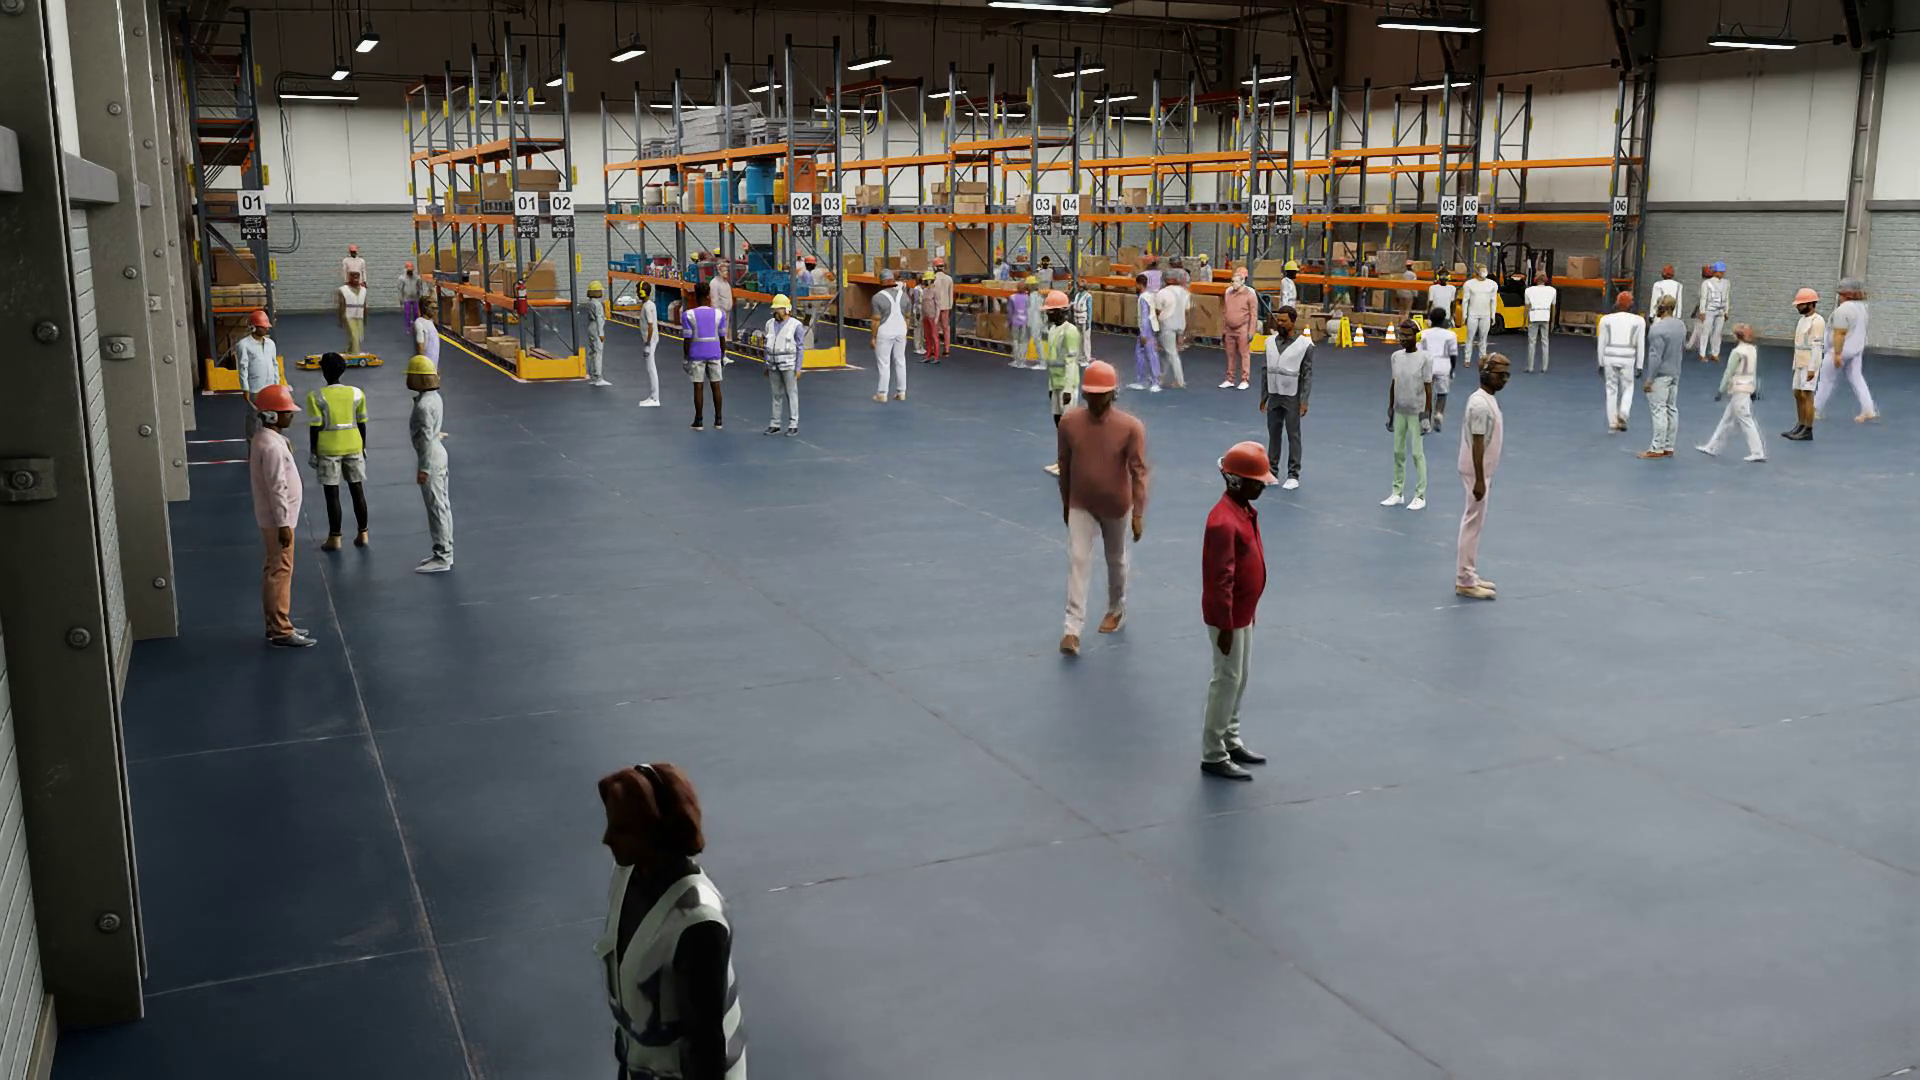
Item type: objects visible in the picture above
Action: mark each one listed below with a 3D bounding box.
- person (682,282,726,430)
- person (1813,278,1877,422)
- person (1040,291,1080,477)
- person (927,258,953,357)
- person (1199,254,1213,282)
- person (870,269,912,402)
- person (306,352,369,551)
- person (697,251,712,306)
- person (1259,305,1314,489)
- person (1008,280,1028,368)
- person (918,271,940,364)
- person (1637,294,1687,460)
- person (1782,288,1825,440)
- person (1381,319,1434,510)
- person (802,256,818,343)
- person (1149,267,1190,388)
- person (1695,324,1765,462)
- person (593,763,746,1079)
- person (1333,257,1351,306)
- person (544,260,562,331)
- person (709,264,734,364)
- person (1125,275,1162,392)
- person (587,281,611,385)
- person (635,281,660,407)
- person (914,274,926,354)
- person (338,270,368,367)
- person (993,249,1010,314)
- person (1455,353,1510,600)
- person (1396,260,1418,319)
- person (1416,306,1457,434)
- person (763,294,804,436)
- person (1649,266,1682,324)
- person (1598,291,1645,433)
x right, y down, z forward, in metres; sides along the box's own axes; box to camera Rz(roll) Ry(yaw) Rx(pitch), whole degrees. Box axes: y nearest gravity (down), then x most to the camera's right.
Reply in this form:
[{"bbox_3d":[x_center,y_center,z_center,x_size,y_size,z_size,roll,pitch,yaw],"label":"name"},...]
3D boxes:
[{"bbox_3d":[-3.405,-2.449,22.166,0.603,1.966,0.368,-5,12,-24],"label":"person"},{"bbox_3d":[12.285,-2.653,23.014,0.692,2.000,1.010,-7,13,-31],"label":"person"},{"bbox_3d":[1.084,-1.705,18.244,0.435,2.033,0.602,-4,12,-19],"label":"person"},{"bbox_3d":[-0.420,-4.659,33.354,0.614,1.986,0.402,-7,13,-33],"label":"person"},{"bbox_3d":[6.317,-6.499,43.121,0.404,1.820,0.591,-4,12,-18],"label":"person"},{"bbox_3d":[-1.115,-3.148,25.529,0.674,2.000,0.535,-7,13,-33],"label":"person"},{"bbox_3d":[-5.330,-0.758,14.260,0.316,1.695,0.542,10,15,42],"label":"person"},{"bbox_3d":[-6.801,-6.761,44.327,0.604,1.867,0.464,-8,14,-35],"label":"person"},{"bbox_3d":[3.418,-1.499,17.460,0.587,1.920,0.391,10,15,42],"label":"person"},{"bbox_3d":[1.194,-4.050,31.195,0.526,1.624,0.592,3,12,16],"label":"person"},{"bbox_3d":[-0.579,-4.264,31.903,0.314,1.768,0.527,-9,14,-37],"label":"person"},{"bbox_3d":[8.208,-1.897,19.431,0.628,1.939,0.375,-8,14,-37],"label":"person"},{"bbox_3d":[10.746,-2.234,21.185,0.391,1.924,0.553,1,11,4],"label":"person"},{"bbox_3d":[4.380,-1.224,16.232,0.329,1.861,0.505,-8,14,-37],"label":"person"},{"bbox_3d":[-3.339,-5.355,37.030,0.384,1.933,0.547,-1,11,-6],"label":"person"},{"bbox_3d":[3.487,-3.553,27.589,0.683,2.000,1.016,-9,14,-39],"label":"person"},{"bbox_3d":[9.100,-1.728,19.464,0.518,1.588,0.871,-11,15,-44],"label":"person"},{"bbox_3d":[-0.671,1.306,3.962,0.322,1.627,0.530,-7,13,-31],"label":"person"},{"bbox_3d":[9.979,-6.499,43.327,0.580,1.730,0.531,-6,13,-28],"label":"person"},{"bbox_3d":[-9.992,-5.962,40.633,0.472,1.726,0.395,-9,14,-37],"label":"person"},{"bbox_3d":[-4.552,-4.332,31.886,0.402,1.911,0.639,3,12,15],"label":"person"},{"bbox_3d":[3.004,-3.366,27.064,0.646,1.873,0.674,2,11,10],"label":"person"},{"bbox_3d":[-6.085,-3.469,27.919,0.297,1.744,0.487,-7,13,-33],"label":"person"},{"bbox_3d":[-4.667,-2.923,24.840,0.328,1.865,0.517,-2,11,-8],"label":"person"},{"bbox_3d":[-0.805,-4.639,34.138,0.307,1.636,0.525,3,12,17],"label":"person"},{"bbox_3d":[-11.438,-4.166,31.286,0.747,1.816,0.571,7,13,33],"label":"person"},{"bbox_3d":[0.933,-6.165,41.011,0.629,1.993,1.065,-2,11,-11],"label":"person"},{"bbox_3d":[3.923,-0.486,12.511,0.344,1.840,0.506,4,12,21],"label":"person"},{"bbox_3d":[10.994,-6.008,40.863,0.401,1.733,0.633,-8,14,-35],"label":"person"},{"bbox_3d":[6.154,-2.185,21.562,0.537,1.682,0.541,3,12,16],"label":"person"},{"bbox_3d":[-2.305,-2.259,21.543,0.587,1.833,0.404,5,12,26],"label":"person"},{"bbox_3d":[13.521,-4.309,31.860,0.588,1.875,0.358,-2,11,-9],"label":"person"},{"bbox_3d":[8.609,-2.305,21.698,0.572,1.871,0.485,5,12,25],"label":"person"}]
